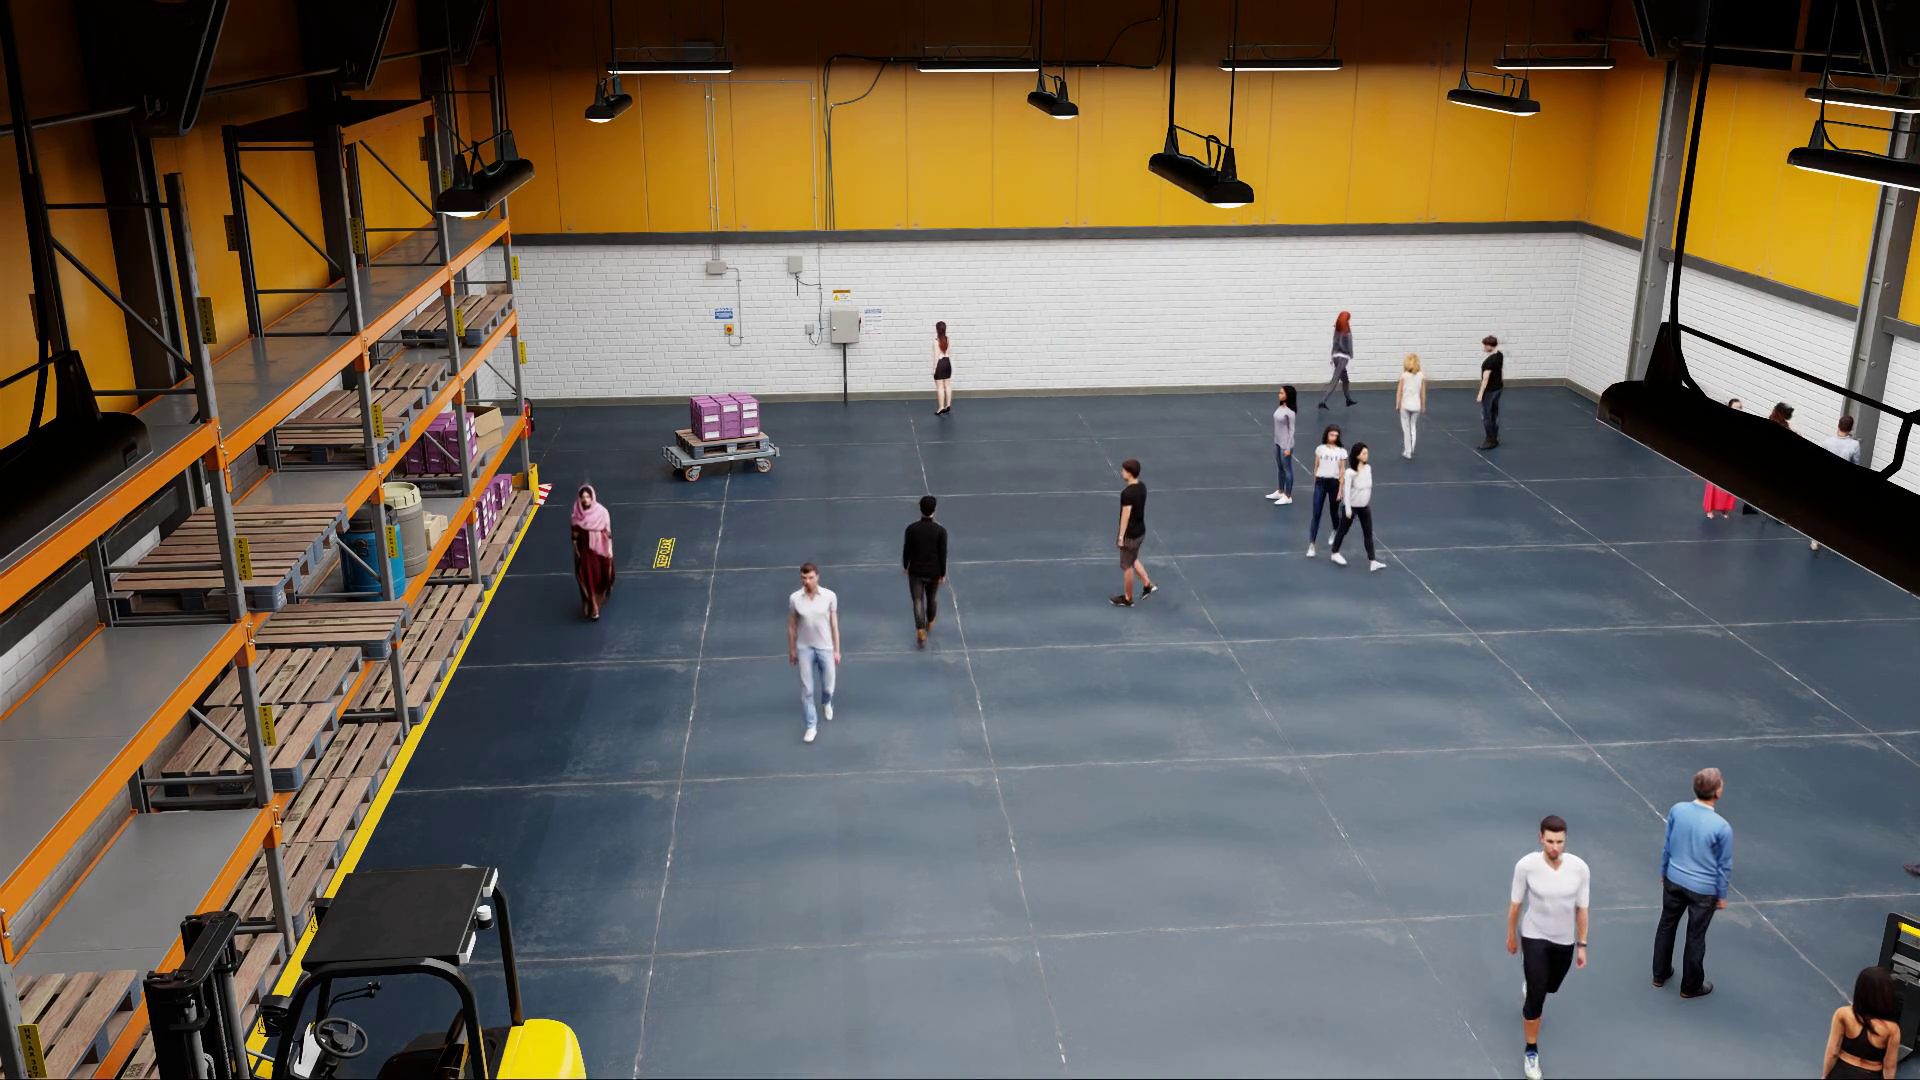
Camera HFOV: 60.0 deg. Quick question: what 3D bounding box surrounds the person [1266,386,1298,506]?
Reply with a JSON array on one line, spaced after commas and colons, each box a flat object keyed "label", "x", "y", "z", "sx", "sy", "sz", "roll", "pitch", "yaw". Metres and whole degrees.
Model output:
[{"label": "person", "x": 4.704, "y": -1.385, "z": 24.032, "sx": 0.681, "sy": 1.735, "sz": 0.490, "roll": -4, "pitch": 19, "yaw": -11}]

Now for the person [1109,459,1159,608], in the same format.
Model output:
[{"label": "person", "x": 2.143, "y": -0.073, "z": 19.949, "sx": 0.968, "sy": 1.854, "sz": 0.922, "roll": 9, "pitch": 21, "yaw": 26}]

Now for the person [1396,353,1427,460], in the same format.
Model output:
[{"label": "person", "x": 7.130, "y": -2.096, "z": 26.272, "sx": 0.575, "sy": 1.653, "sz": 0.636, "roll": -1, "pitch": 19, "yaw": -4}]

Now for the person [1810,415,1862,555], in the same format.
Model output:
[{"label": "person", "x": 11.564, "y": -0.745, "z": 21.956, "sx": 0.730, "sy": 1.848, "sz": 0.768, "roll": 12, "pitch": 22, "yaw": 33}]

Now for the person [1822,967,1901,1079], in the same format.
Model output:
[{"label": "person", "x": 5.452, "y": 3.345, "z": 10.134, "sx": 0.634, "sy": 1.641, "sz": 0.675, "roll": 12, "pitch": 22, "yaw": 31}]

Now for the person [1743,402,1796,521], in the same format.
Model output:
[{"label": "person", "x": 11.353, "y": -1.087, "z": 23.215, "sx": 0.845, "sy": 1.692, "sz": 0.671, "roll": -10, "pitch": 21, "yaw": -28}]

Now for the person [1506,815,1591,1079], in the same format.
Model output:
[{"label": "person", "x": 4.100, "y": 2.743, "z": 11.632, "sx": 0.814, "sy": 1.826, "sz": 1.200, "roll": 2, "pitch": 19, "yaw": 5}]

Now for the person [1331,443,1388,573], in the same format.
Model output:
[{"label": "person", "x": 5.002, "y": -0.422, "z": 21.304, "sx": 0.967, "sy": 1.651, "sz": 1.193, "roll": -11, "pitch": 22, "yaw": -30}]

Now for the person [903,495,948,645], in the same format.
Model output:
[{"label": "person", "x": -0.411, "y": 0.356, "z": 18.911, "sx": 0.643, "sy": 1.704, "sz": 1.038, "roll": -1, "pitch": 19, "yaw": -4}]

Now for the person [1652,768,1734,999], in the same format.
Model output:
[{"label": "person", "x": 5.426, "y": 2.516, "z": 12.316, "sx": 0.808, "sy": 1.819, "sz": 0.699, "roll": -14, "pitch": 23, "yaw": -36}]

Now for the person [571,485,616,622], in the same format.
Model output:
[{"label": "person", "x": -4.360, "y": 0.115, "z": 19.763, "sx": 0.783, "sy": 1.617, "sz": 1.004, "roll": -6, "pitch": 19, "yaw": -17}]

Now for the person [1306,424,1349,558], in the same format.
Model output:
[{"label": "person", "x": 4.889, "y": -0.644, "z": 21.949, "sx": 0.964, "sy": 1.661, "sz": 1.216, "roll": 8, "pitch": 20, "yaw": 23}]

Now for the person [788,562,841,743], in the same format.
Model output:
[{"label": "person", "x": -1.436, "y": 1.076, "z": 16.568, "sx": 0.693, "sy": 1.835, "sz": 0.836, "roll": 0, "pitch": 19, "yaw": 0}]

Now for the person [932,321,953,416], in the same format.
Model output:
[{"label": "person", "x": -0.314, "y": -2.993, "z": 28.944, "sx": 0.691, "sy": 1.648, "sz": 0.635, "roll": 16, "pitch": 24, "yaw": 39}]

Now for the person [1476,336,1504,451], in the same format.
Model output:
[{"label": "person", "x": 8.639, "y": -2.405, "z": 26.867, "sx": 0.846, "sy": 1.859, "sz": 0.929, "roll": -15, "pitch": 24, "yaw": -37}]

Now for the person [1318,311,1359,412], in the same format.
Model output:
[{"label": "person", "x": 6.598, "y": -3.088, "z": 29.091, "sx": 0.985, "sy": 1.735, "sz": 1.195, "roll": -9, "pitch": 21, "yaw": -26}]

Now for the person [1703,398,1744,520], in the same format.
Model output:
[{"label": "person", "x": 10.761, "y": -1.143, "z": 23.328, "sx": 0.611, "sy": 1.727, "sz": 0.565, "roll": -1, "pitch": 19, "yaw": -2}]
